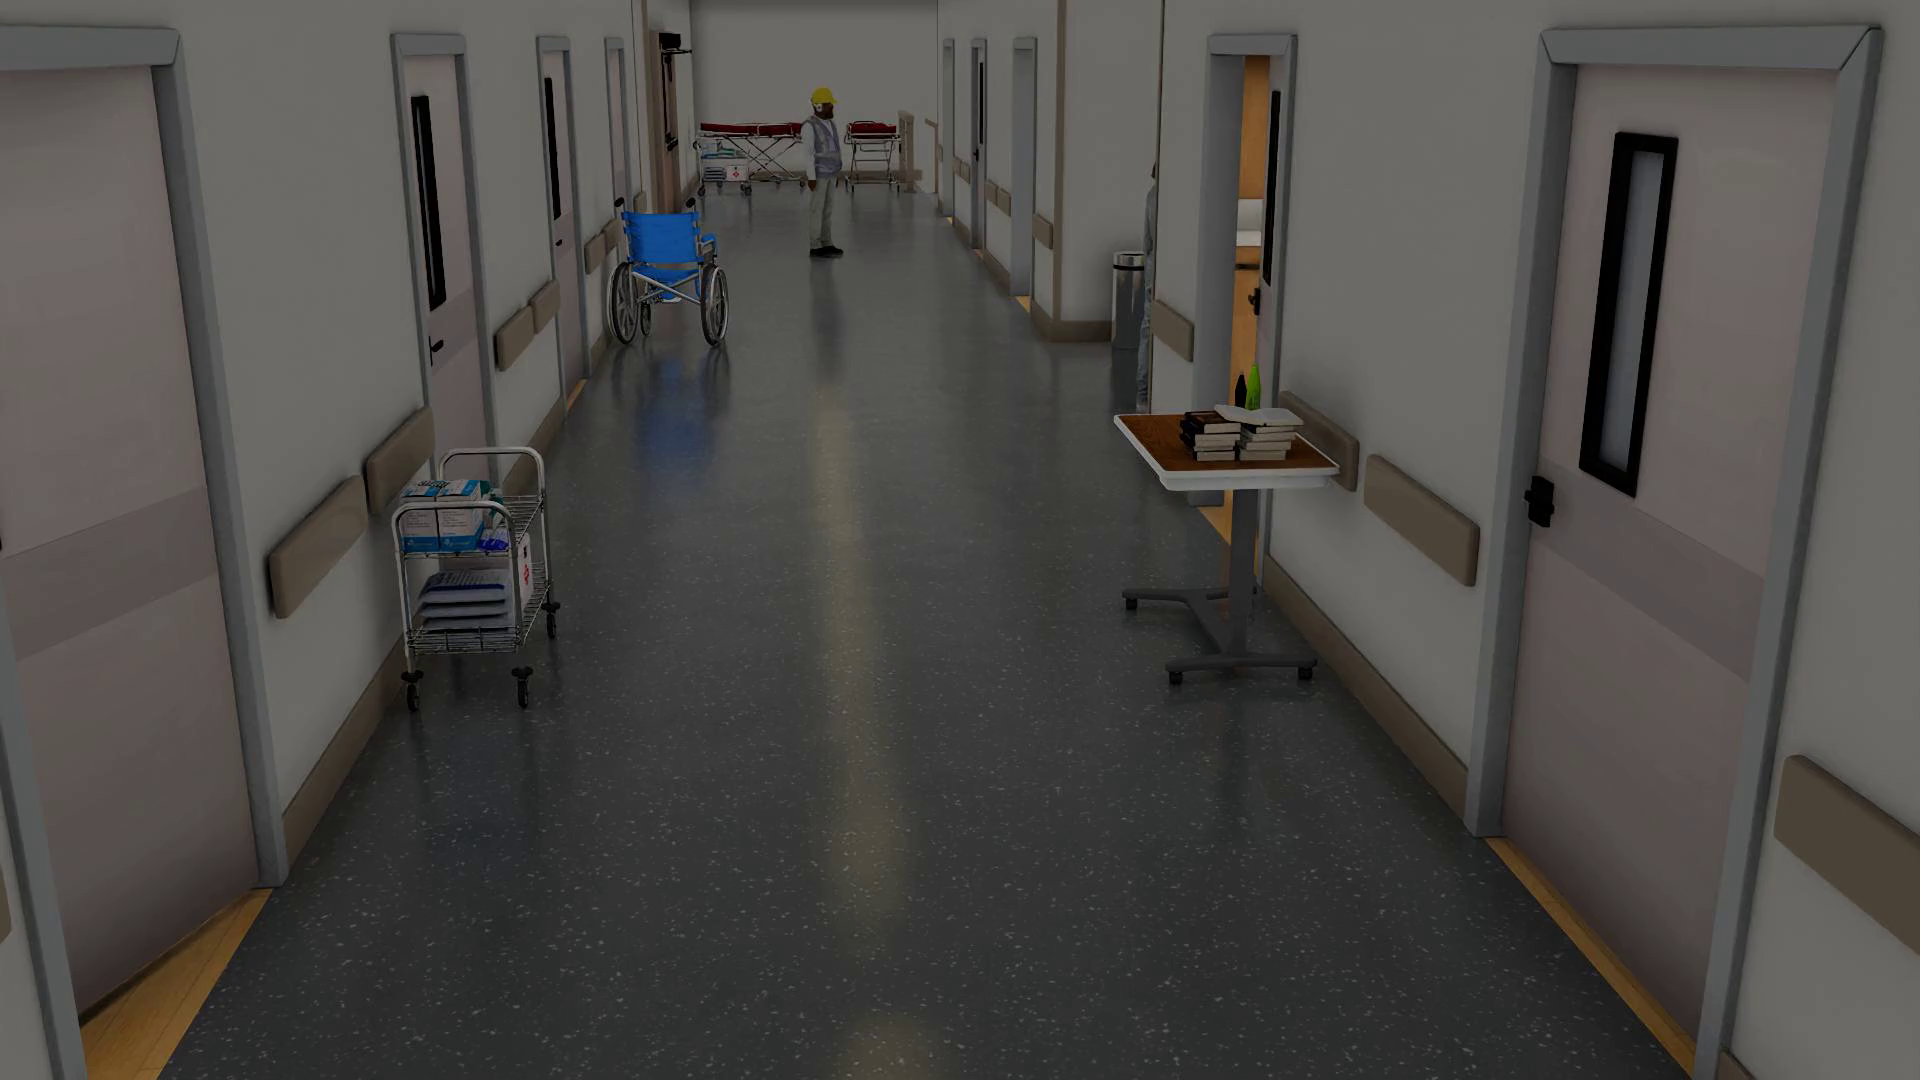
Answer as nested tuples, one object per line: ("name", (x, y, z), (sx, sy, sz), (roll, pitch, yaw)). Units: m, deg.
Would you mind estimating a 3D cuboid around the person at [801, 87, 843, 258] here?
("person", (-1.500, -4.040, 18.308), (0.404, 1.829, 0.602), (7, 18, 23))
